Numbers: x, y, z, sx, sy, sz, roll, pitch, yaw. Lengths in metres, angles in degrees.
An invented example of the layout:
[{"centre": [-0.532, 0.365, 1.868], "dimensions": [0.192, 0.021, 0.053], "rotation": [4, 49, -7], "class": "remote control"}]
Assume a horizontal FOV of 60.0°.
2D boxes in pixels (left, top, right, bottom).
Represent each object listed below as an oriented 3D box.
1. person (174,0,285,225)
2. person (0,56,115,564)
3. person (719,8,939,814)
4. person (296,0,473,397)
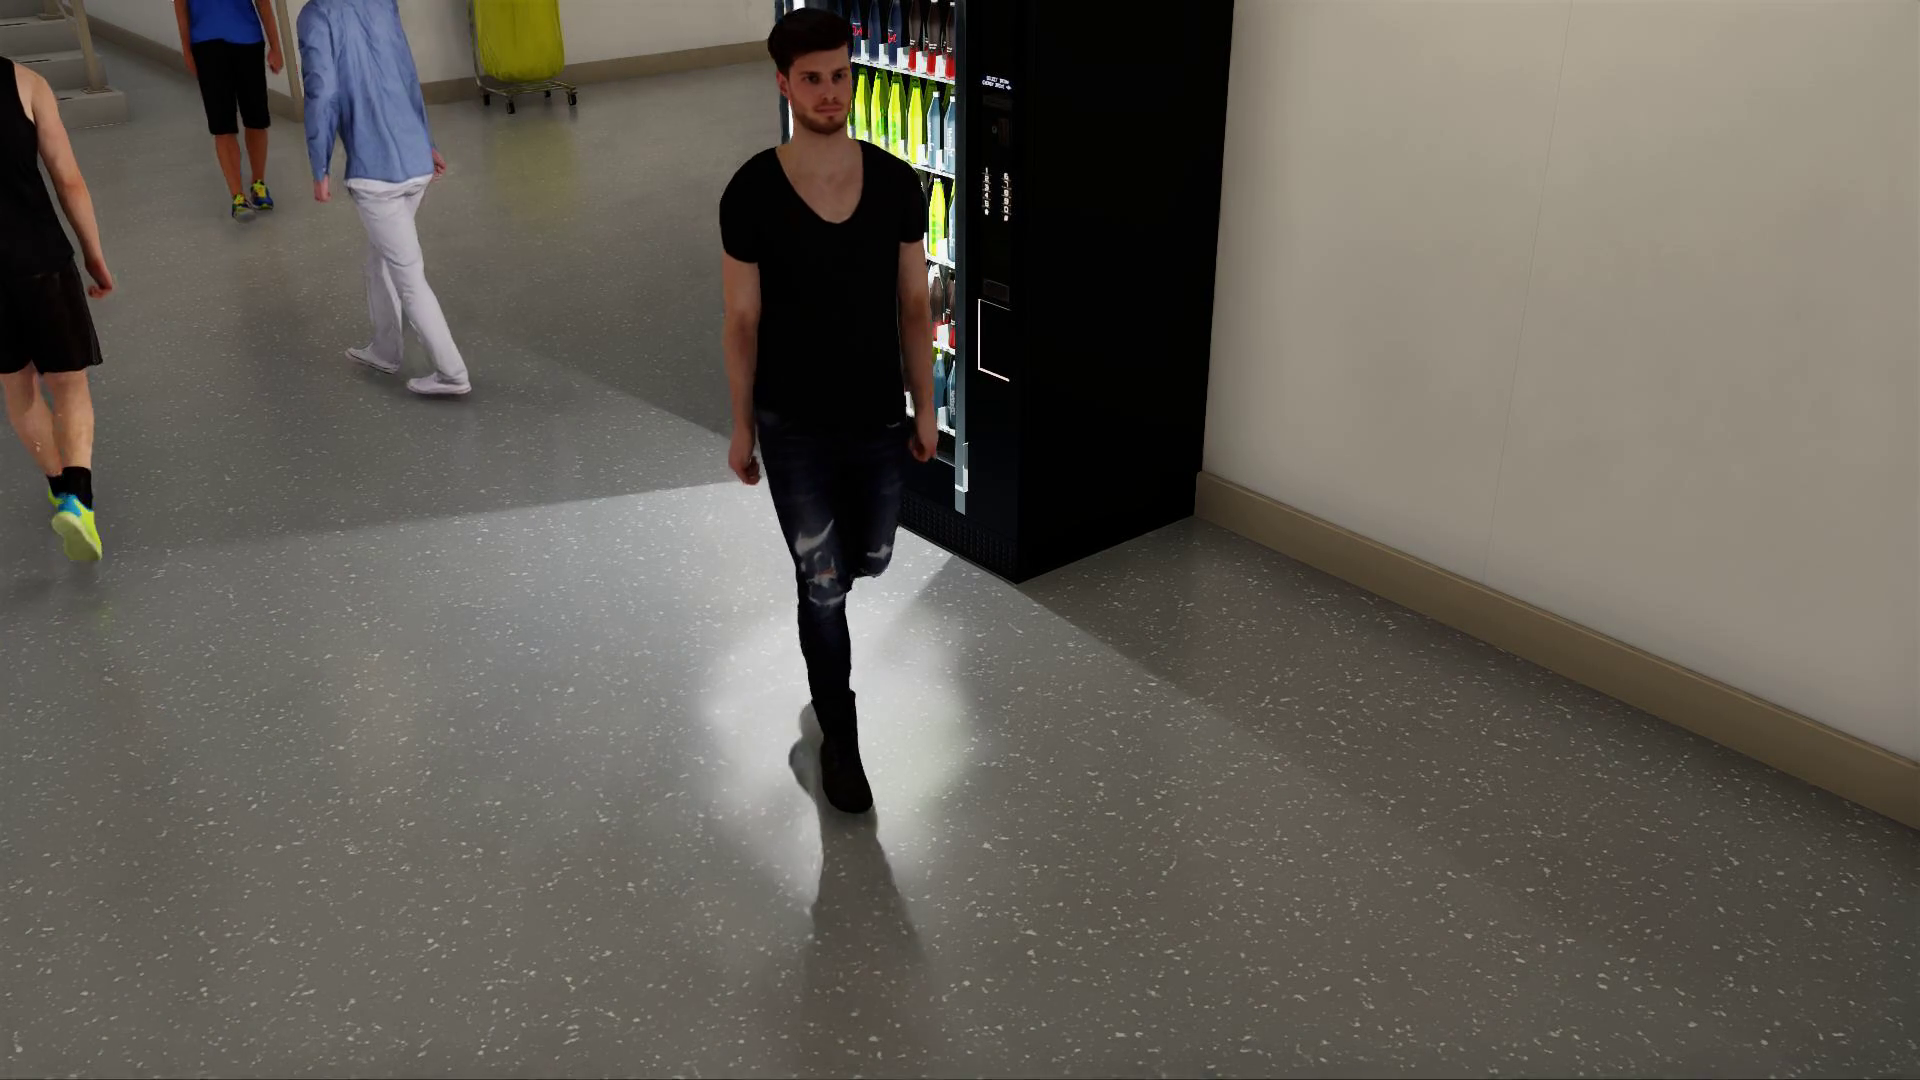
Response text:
[{"centre": [-3.964, -2.688, 9.020], "dimensions": [0.786, 1.838, 1.082], "rotation": [-12, 28, -23], "class": "person"}, {"centre": [-2.917, -0.812, 5.097], "dimensions": [0.885, 1.864, 1.216], "rotation": [-11, 28, -22], "class": "person"}, {"centre": [-0.331, -0.327, 4.085], "dimensions": [0.960, 1.870, 1.234], "rotation": [-8, 27, -16], "class": "person"}, {"centre": [-2.147, -1.427, 6.390], "dimensions": [1.049, 1.851, 0.921], "rotation": [10, 27, 19], "class": "person"}]
